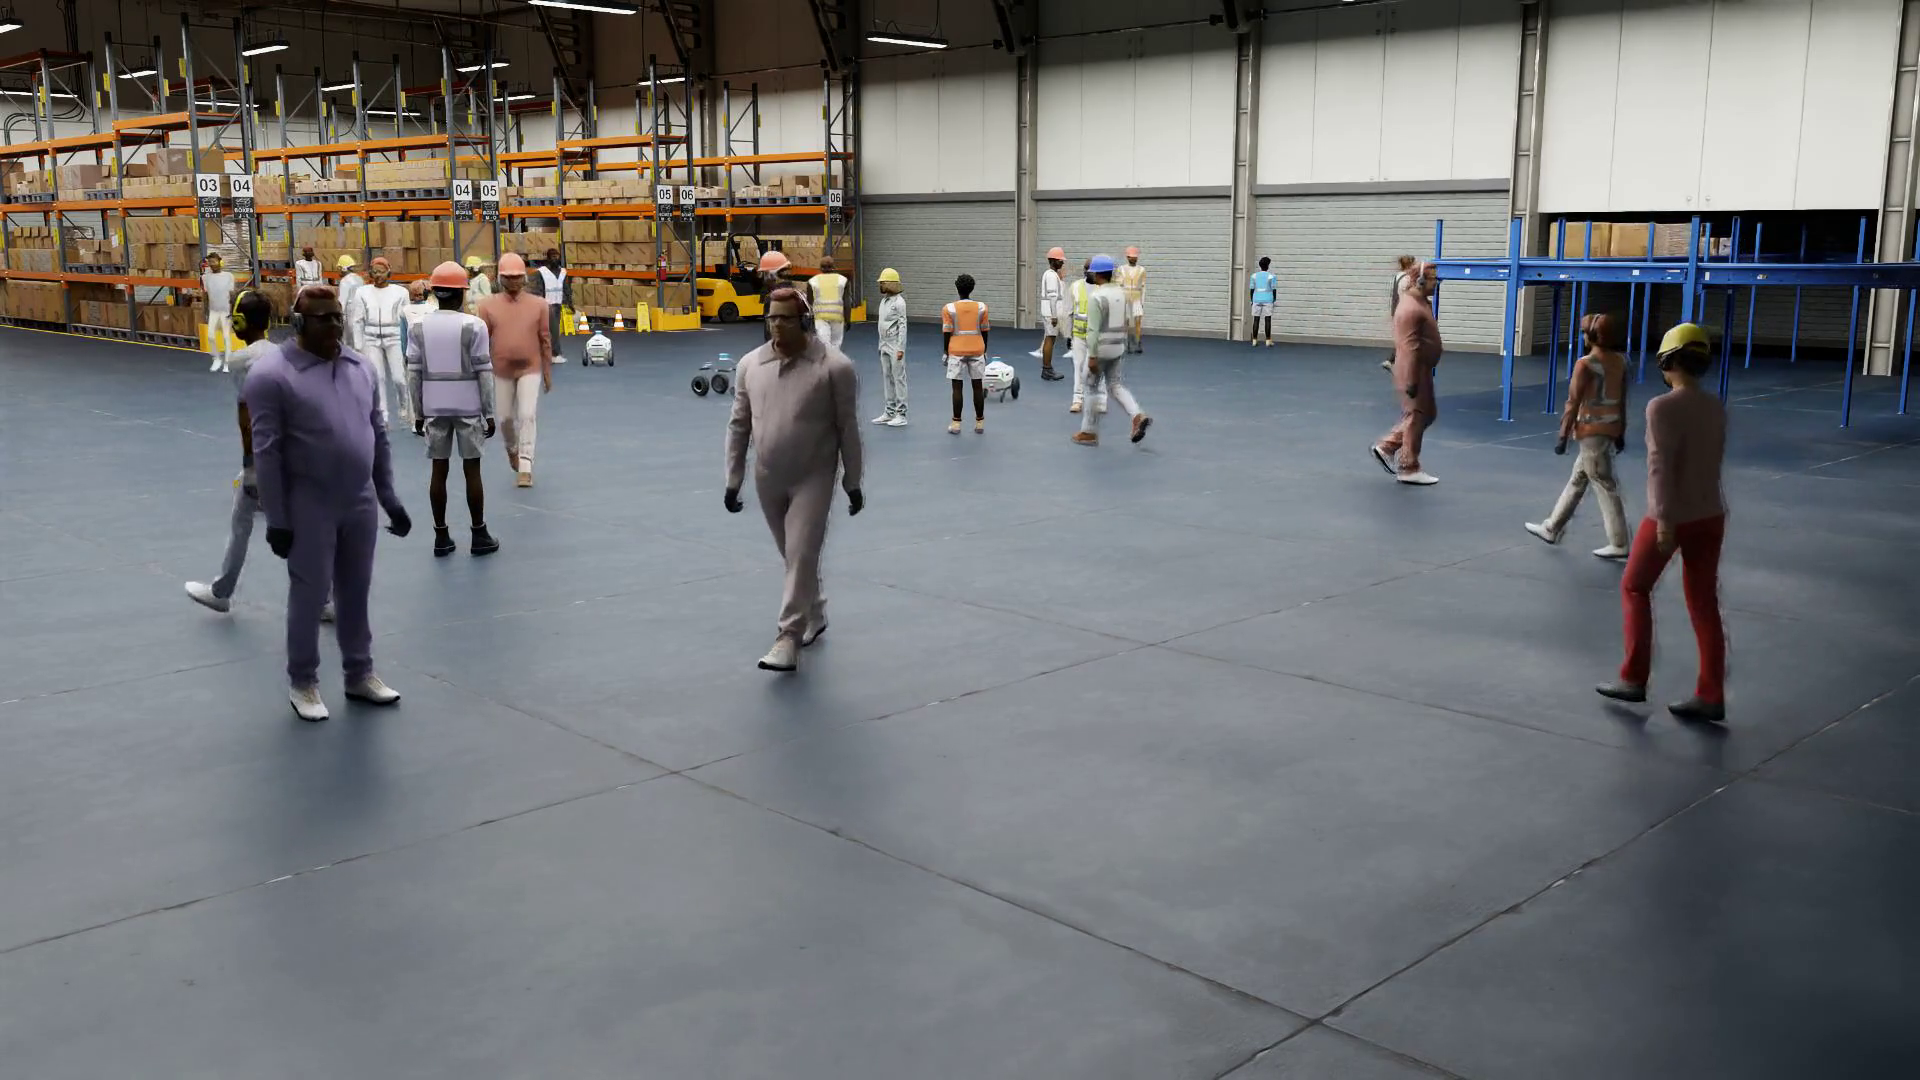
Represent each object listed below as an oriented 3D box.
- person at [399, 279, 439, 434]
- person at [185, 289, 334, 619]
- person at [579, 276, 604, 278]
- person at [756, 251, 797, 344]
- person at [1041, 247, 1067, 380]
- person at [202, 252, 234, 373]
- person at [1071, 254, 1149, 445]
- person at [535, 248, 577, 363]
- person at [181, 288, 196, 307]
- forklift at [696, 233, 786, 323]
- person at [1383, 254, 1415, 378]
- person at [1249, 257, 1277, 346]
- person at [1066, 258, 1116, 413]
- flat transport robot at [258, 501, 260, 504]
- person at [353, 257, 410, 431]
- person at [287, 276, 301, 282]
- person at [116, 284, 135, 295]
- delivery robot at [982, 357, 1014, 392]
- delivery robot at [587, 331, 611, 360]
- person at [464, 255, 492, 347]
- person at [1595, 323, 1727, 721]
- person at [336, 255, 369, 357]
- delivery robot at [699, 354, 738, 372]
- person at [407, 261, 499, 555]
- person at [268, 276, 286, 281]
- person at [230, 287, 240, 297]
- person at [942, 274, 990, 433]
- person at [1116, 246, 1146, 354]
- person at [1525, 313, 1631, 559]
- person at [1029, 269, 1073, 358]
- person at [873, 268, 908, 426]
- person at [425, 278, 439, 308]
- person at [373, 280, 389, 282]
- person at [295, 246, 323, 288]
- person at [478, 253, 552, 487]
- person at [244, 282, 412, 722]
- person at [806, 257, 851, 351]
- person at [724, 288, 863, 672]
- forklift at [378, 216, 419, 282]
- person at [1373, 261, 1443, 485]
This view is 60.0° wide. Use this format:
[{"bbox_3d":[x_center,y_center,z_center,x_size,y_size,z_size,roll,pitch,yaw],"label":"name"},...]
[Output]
[{"bbox_3d":[-5.718,-1.946,17.733,0.513,1.641,0.309,3,11,16],"label":"person"},{"bbox_3d":[-3.855,-0.463,9.171,1.001,1.813,0.568,4,11,20],"label":"person"},{"bbox_3d":[-9.707,-6.848,43.868,0.657,1.883,1.021,-2,11,-12],"label":"person"},{"bbox_3d":[-1.599,-1.692,15.443,0.595,1.970,0.615,5,11,23],"label":"person"},{"bbox_3d":[1.388,-3.345,24.559,0.369,1.931,0.552,-1,10,-3],"label":"person"},{"bbox_3d":[-11.433,-3.511,25.714,0.525,1.851,0.465,-1,10,-8],"label":"person"},{"bbox_3d":[1.504,-1.906,16.722,0.811,1.925,0.618,10,14,42],"label":"person"},{"bbox_3d":[-6.685,-3.881,27.612,0.809,1.882,0.607,6,12,30],"label":"person"},{"bbox_3d":[-19.616,-6.545,42.074,0.557,1.916,0.603,-9,14,-41],"label":"person"},{"bbox_3d":[-5.496,-6.489,41.108,2.313,2.155,1.214,-10,14,-44],"label":"forklift"},{"bbox_3d":[6.642,-3.338,24.821,0.395,1.831,0.515,-2,11,-12],"label":"person"},{"bbox_3d":[5.801,-4.555,31.803,0.540,1.695,0.317,5,12,27],"label":"person"},{"bbox_3d":[1.575,-2.447,19.932,0.638,1.839,0.429,2,11,13],"label":"person"},{"bbox_3d":[-5.538,-0.488,13.635,0.652,0.197,1.431,-3,11,-18],"label":"flat transport robot"},{"bbox_3d":[-6.232,-2.111,17.982,0.598,1.878,0.400,-1,10,-6],"label":"person"},{"bbox_3d":[-17.665,-6.911,44.106,0.942,1.895,0.555,10,14,43],"label":"person"},{"bbox_3d":[-21.622,-6.770,42.976,0.609,2.032,0.561,-3,11,-16],"label":"person"},{"bbox_3d":[0.474,-2.132,21.567,0.477,0.478,0.707,2,11,12],"label":"delivery robot"},{"bbox_3d":[-5.933,-3.190,27.339,0.477,0.478,0.707,-1,10,-7],"label":"delivery robot"},{"bbox_3d":[-7.664,-3.682,26.772,0.845,1.793,0.597,-6,12,-28],"label":"person"},{"bbox_3d":[3.194,-0.089,7.378,0.528,1.714,0.690,-5,12,-26],"label":"person"},{"bbox_3d":[-9.482,-3.464,25.571,0.873,1.792,0.621,0,10,1],"label":"person"},{"bbox_3d":[-3.145,-2.360,22.105,0.698,0.223,0.335,6,12,30],"label":"delivery robot"},{"bbox_3d":[-3.367,-0.875,11.082,0.550,1.935,0.375,0,10,1],"label":"person"},{"bbox_3d":[-19.175,-7.396,46.669,0.370,1.927,0.588,4,11,22],"label":"person"},{"bbox_3d":[-17.738,-6.224,40.315,0.895,1.915,0.630,9,14,42],"label":"person"},{"bbox_3d":[0.059,-1.999,17.862,0.531,1.698,0.320,-3,11,-15],"label":"person"},{"bbox_3d":[3.054,-4.258,29.607,0.558,1.908,0.855,0,10,1],"label":"person"},{"bbox_3d":[4.158,-0.702,11.054,0.538,1.586,0.848,-9,13,-39],"label":"person"},{"bbox_3d":[1.647,-3.948,28.808,0.896,1.583,0.500,-2,11,-11],"label":"person"},{"bbox_3d":[-0.774,-2.156,18.594,0.305,1.745,0.483,-6,12,-30],"label":"person"},{"bbox_3d":[-6.283,-2.357,20.000,0.394,1.622,0.539,4,11,23],"label":"person"},{"bbox_3d":[-15.631,-7.040,44.841,0.649,1.888,0.595,-10,14,-43],"label":"person"},{"bbox_3d":[-13.820,-5.306,35.387,0.344,1.882,0.584,10,14,42],"label":"person"},{"bbox_3d":[-3.816,-1.476,14.290,0.621,1.972,0.769,-2,11,-10],"label":"person"},{"bbox_3d":[-2.801,-0.184,7.405,0.408,1.909,0.646,6,12,31],"label":"person"},{"bbox_3d":[-1.929,-3.219,24.257,0.649,1.787,0.964,-1,10,-7],"label":"person"},{"bbox_3d":[-0.842,-0.319,8.290,0.670,1.852,1.017,4,11,21],"label":"person"},{"bbox_3d":[-17.868,-9.201,54.028,1.873,2.768,1.129,-10,14,-44],"label":"forklift"},{"bbox_3d":[3.859,-1.423,14.182,0.476,1.892,0.677,4,11,20],"label":"person"}]
